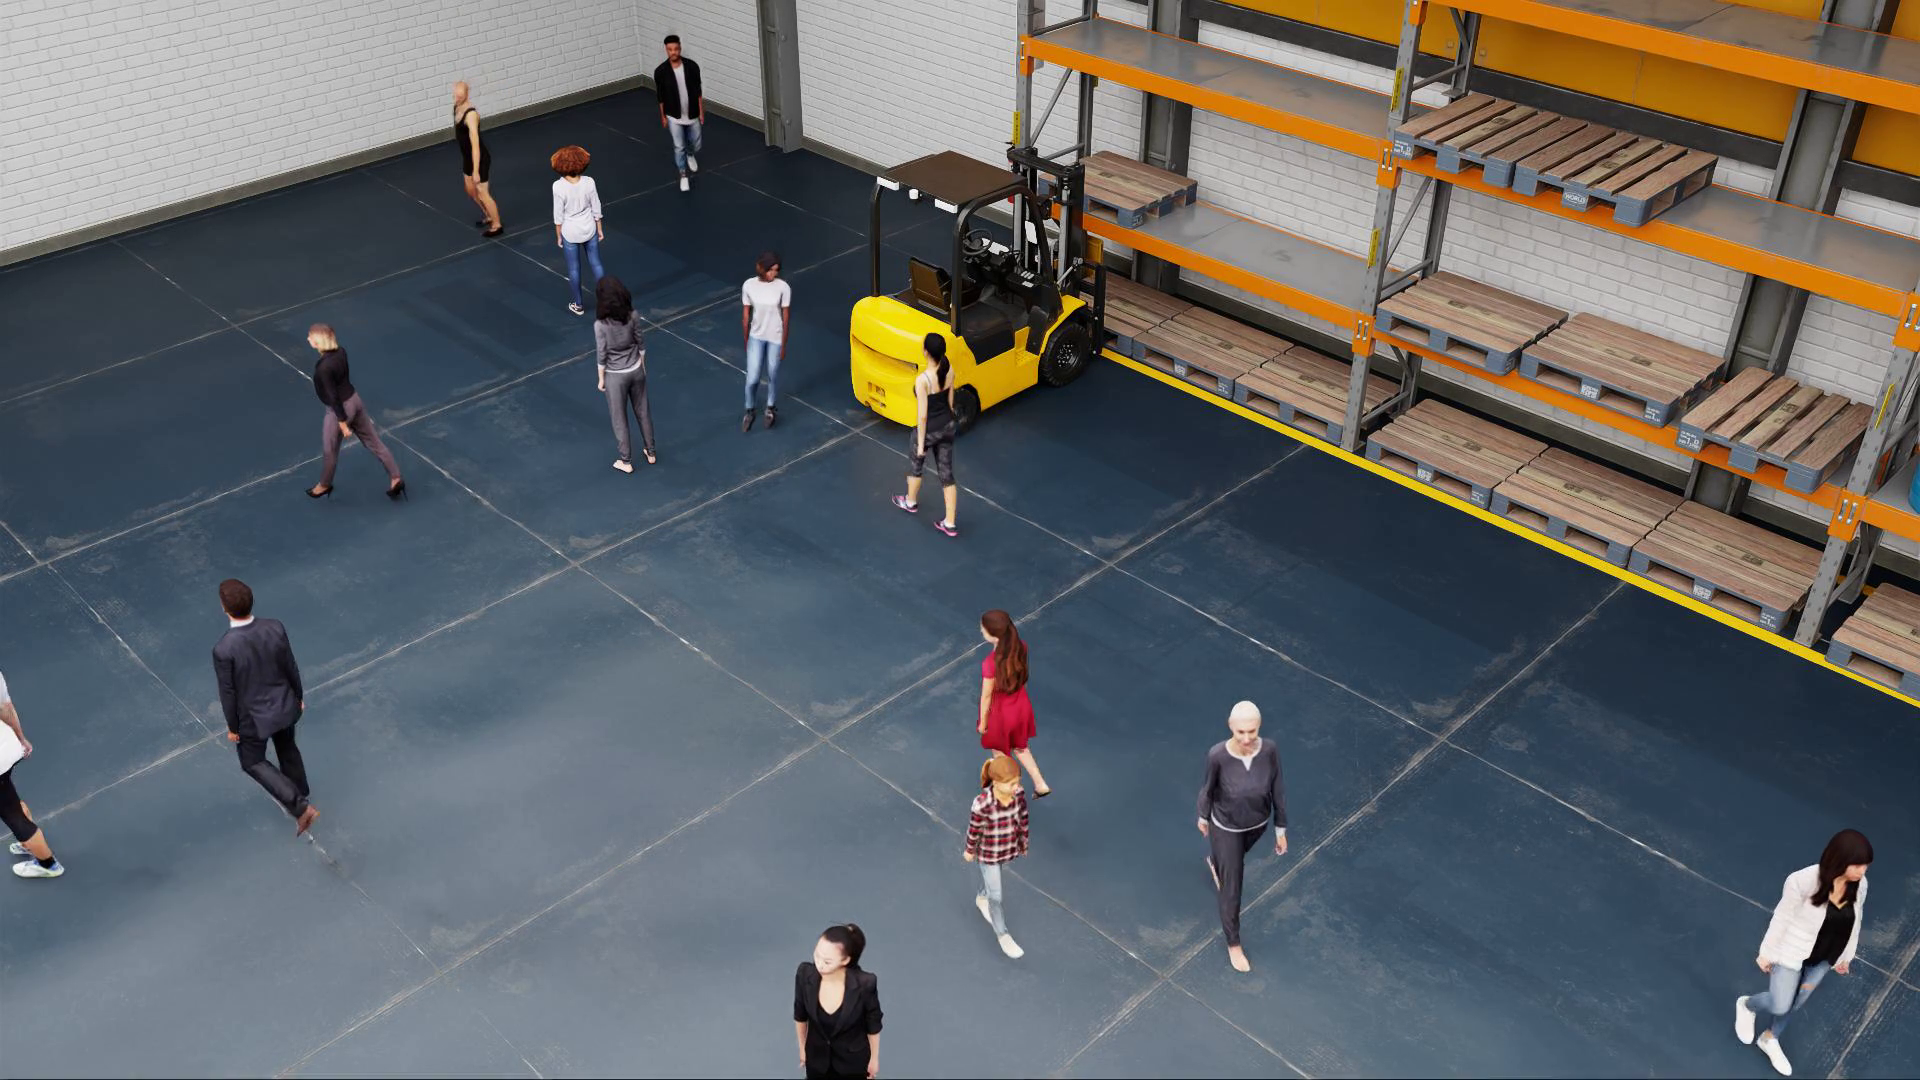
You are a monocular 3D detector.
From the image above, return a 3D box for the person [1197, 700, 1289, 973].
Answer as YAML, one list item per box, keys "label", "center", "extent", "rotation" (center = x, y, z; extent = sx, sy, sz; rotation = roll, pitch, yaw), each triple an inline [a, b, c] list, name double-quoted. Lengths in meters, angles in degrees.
- label: "person"
  center: [1.588, 1.553, 9.618]
  extent: [0.988, 1.687, 1.195]
  rotation: [-8, 34, -12]

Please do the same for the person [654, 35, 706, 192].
- label: "person"
  center: [-3.251, -5.027, 19.423]
  extent: [0.951, 1.791, 1.076]
  rotation: [-9, 35, -13]

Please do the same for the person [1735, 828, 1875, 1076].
- label: "person"
  center: [4.440, 2.116, 8.821]
  extent: [0.787, 1.631, 0.833]
  rotation: [-5, 34, -7]

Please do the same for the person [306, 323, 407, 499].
- label: "person"
  center: [-4.895, -0.998, 13.513]
  extent: [1.123, 1.624, 1.019]
  rotation: [3, 34, 4]

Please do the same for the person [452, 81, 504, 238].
- label: "person"
  center: [-5.233, -4.149, 18.117]
  extent: [0.804, 1.776, 0.598]
  rotation: [-13, 36, -19]

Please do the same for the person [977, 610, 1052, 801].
- label: "person"
  center: [0.335, 1.110, 10.426]
  extent: [0.537, 1.531, 0.779]
  rotation: [-28, 43, -35]

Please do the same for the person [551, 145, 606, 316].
- label: "person"
  center: [-3.803, -3.099, 16.595]
  extent: [0.731, 1.711, 0.721]
  rotation: [-14, 36, -21]

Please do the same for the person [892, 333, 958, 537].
- label: "person"
  center: [-0.137, -0.796, 13.135]
  extent: [0.645, 1.706, 0.961]
  rotation: [-25, 41, -33]

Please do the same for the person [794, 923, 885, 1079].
- label: "person"
  center: [-0.593, 2.504, 8.179]
  extent: [0.632, 1.696, 0.731]
  rotation: [6, 34, 10]

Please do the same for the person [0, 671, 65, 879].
- label: "person"
  center: [-5.653, 1.308, 9.848]
  extent: [0.851, 1.840, 0.797]
  rotation: [1, 34, 2]

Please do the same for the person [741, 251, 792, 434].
- label: "person"
  center: [-1.666, -1.779, 14.619]
  extent: [0.787, 1.699, 0.851]
  rotation: [4, 34, 6]

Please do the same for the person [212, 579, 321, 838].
- label: "person"
  center: [-4.212, 1.081, 10.176]
  extent: [0.907, 1.855, 0.728]
  rotation: [23, 40, 30]

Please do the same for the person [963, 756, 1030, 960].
- label: "person"
  center: [0.184, 1.742, 9.700]
  extent: [0.663, 1.281, 0.885]
  rotation: [-17, 37, -24]

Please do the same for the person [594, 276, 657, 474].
- label: "person"
  center: [-2.823, -1.387, 13.974]
  extent: [0.634, 1.760, 0.568]
  rotation: [-21, 39, -28]
